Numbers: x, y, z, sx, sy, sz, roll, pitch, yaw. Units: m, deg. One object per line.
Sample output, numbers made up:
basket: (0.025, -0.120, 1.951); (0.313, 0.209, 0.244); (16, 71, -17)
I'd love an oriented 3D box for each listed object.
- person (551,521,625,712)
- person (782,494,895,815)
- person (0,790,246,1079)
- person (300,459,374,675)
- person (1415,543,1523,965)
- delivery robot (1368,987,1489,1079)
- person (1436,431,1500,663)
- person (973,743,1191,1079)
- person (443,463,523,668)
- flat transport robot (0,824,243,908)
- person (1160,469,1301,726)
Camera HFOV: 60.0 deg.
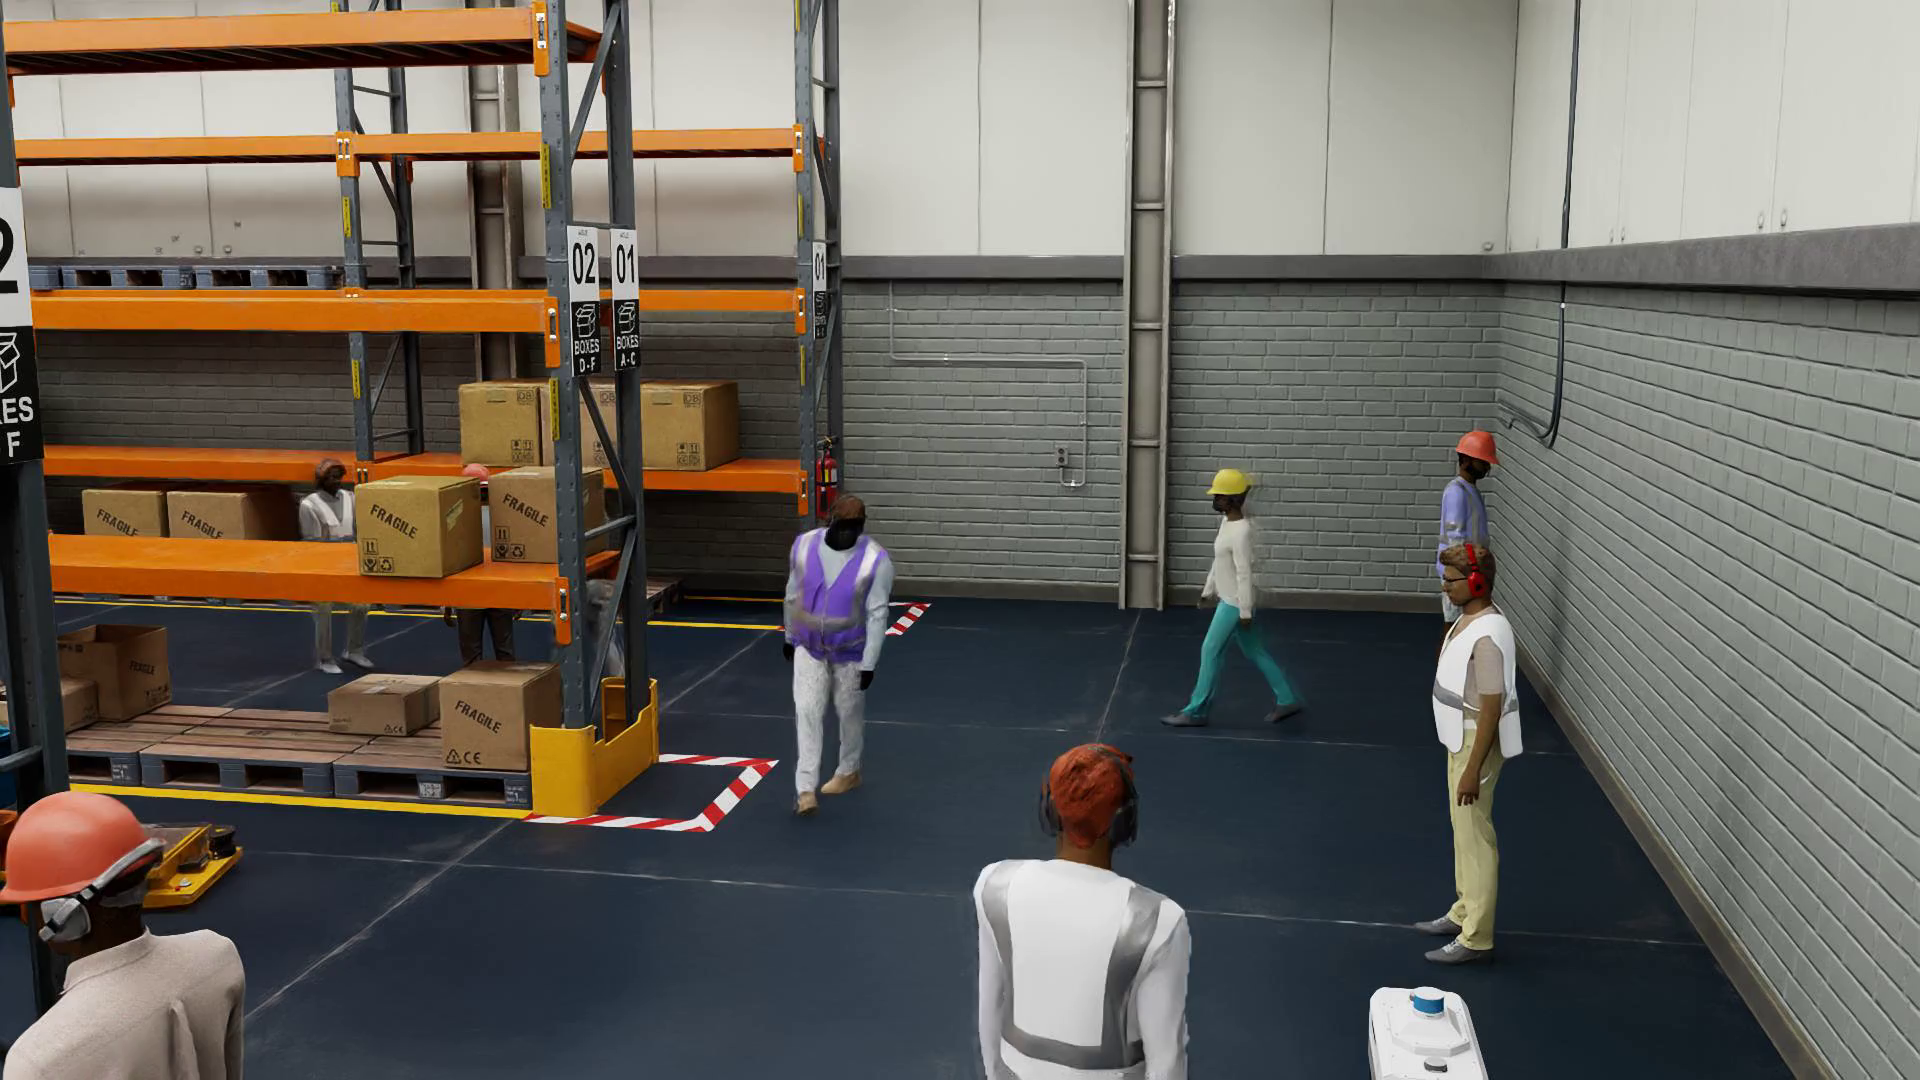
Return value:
person: (-2.503, 0.357, 11.115); (0.845, 1.709, 0.488); (7, 12, 38)
person: (-0.716, 0.628, 9.200); (0.694, 1.781, 0.905); (2, 9, 12)
person: (-1.669, 1.466, 3.353); (0.391, 1.988, 0.611); (2, 9, 10)
person: (-4.612, 0.206, 12.302); (0.487, 1.621, 0.520); (6, 11, 35)
person: (2.222, 0.921, 7.196); (0.389, 1.839, 0.563); (2, 9, 10)
delivery robot: (1.583, 1.763, 5.651); (0.477, 0.478, 0.707); (2, 9, 10)
person: (3.427, 0.221, 11.262); (0.374, 1.928, 0.543); (4, 10, 23)
person: (0.298, 1.409, 4.087); (0.580, 1.871, 0.415); (4, 10, 25)
person: (-3.130, 0.369, 10.904); (0.566, 1.745, 0.348); (-6, 11, -34)
flat transport robot: (-4.309, 1.569, 8.017); (1.431, 0.197, 0.652); (-1, 9, -3)
person: (1.825, 0.385, 10.883); (0.915, 1.723, 0.536); (1, 9, 6)
